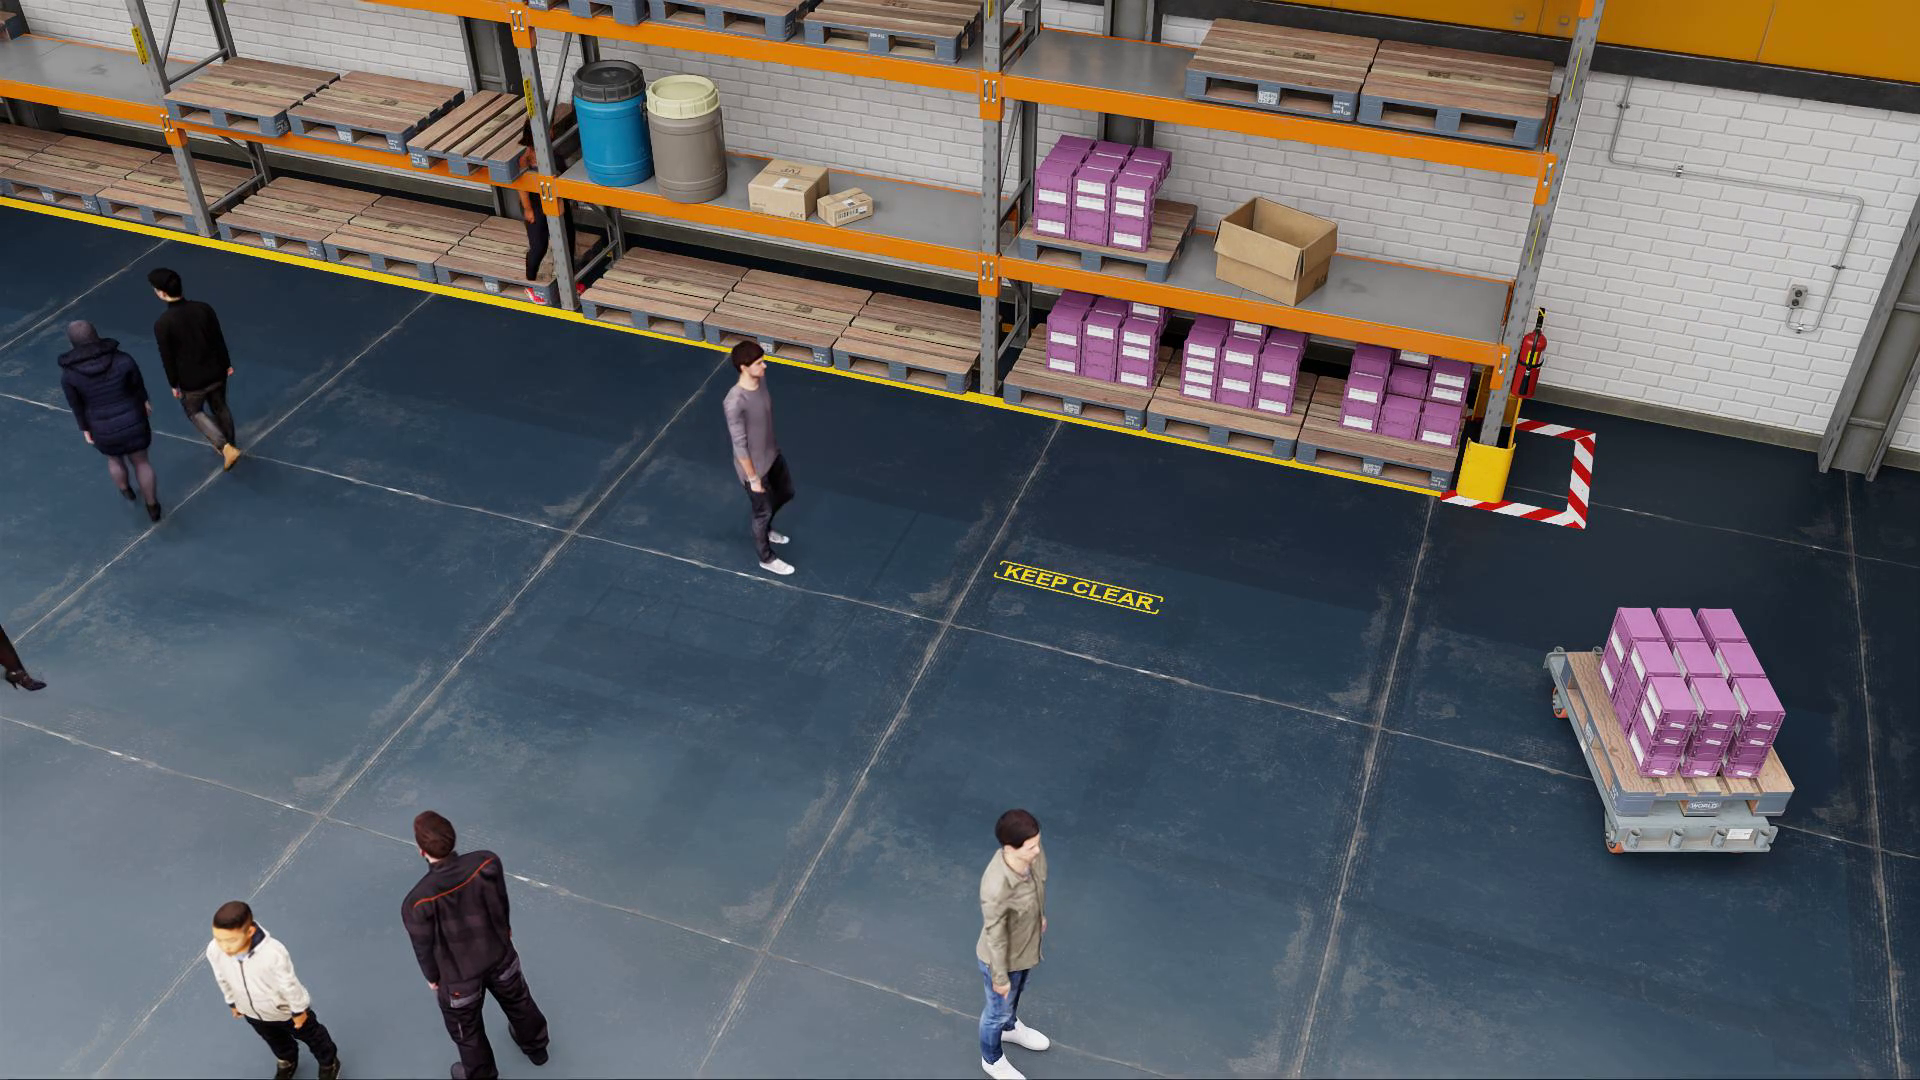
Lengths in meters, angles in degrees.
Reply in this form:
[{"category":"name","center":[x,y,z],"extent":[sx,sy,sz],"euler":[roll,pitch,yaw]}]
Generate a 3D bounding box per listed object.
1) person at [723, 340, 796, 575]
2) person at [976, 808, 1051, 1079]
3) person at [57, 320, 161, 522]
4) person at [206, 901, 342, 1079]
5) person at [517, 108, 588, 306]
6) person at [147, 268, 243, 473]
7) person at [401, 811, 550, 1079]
[{"category":"person","center":[-1.468,-0.584,11.635],"extent":[0.641,1.845,0.687],"euler":[13,41,16]},{"category":"person","center":[0.244,2.024,8.350],"extent":[0.605,1.869,0.715],"euler":[16,41,19]},{"category":"person","center":[-6.116,-0.837,12.101],"extent":[0.920,1.660,0.989],"euler":[-19,42,-22]},{"category":"person","center":[-3.451,2.288,8.356],"extent":[0.527,1.449,0.684],"euler":[3,39,4]},{"category":"person","center":[-3.667,-2.986,14.680],"extent":[0.779,1.798,0.814],"euler":[22,44,25]},{"category":"person","center":[-5.715,-1.248,12.573],"extent":[0.879,1.712,0.794],"euler":[26,46,29]},{"category":"person","center":[-2.426,2.066,8.266],"extent":[0.763,1.908,0.735],"euler":[-32,48,-33]}]
